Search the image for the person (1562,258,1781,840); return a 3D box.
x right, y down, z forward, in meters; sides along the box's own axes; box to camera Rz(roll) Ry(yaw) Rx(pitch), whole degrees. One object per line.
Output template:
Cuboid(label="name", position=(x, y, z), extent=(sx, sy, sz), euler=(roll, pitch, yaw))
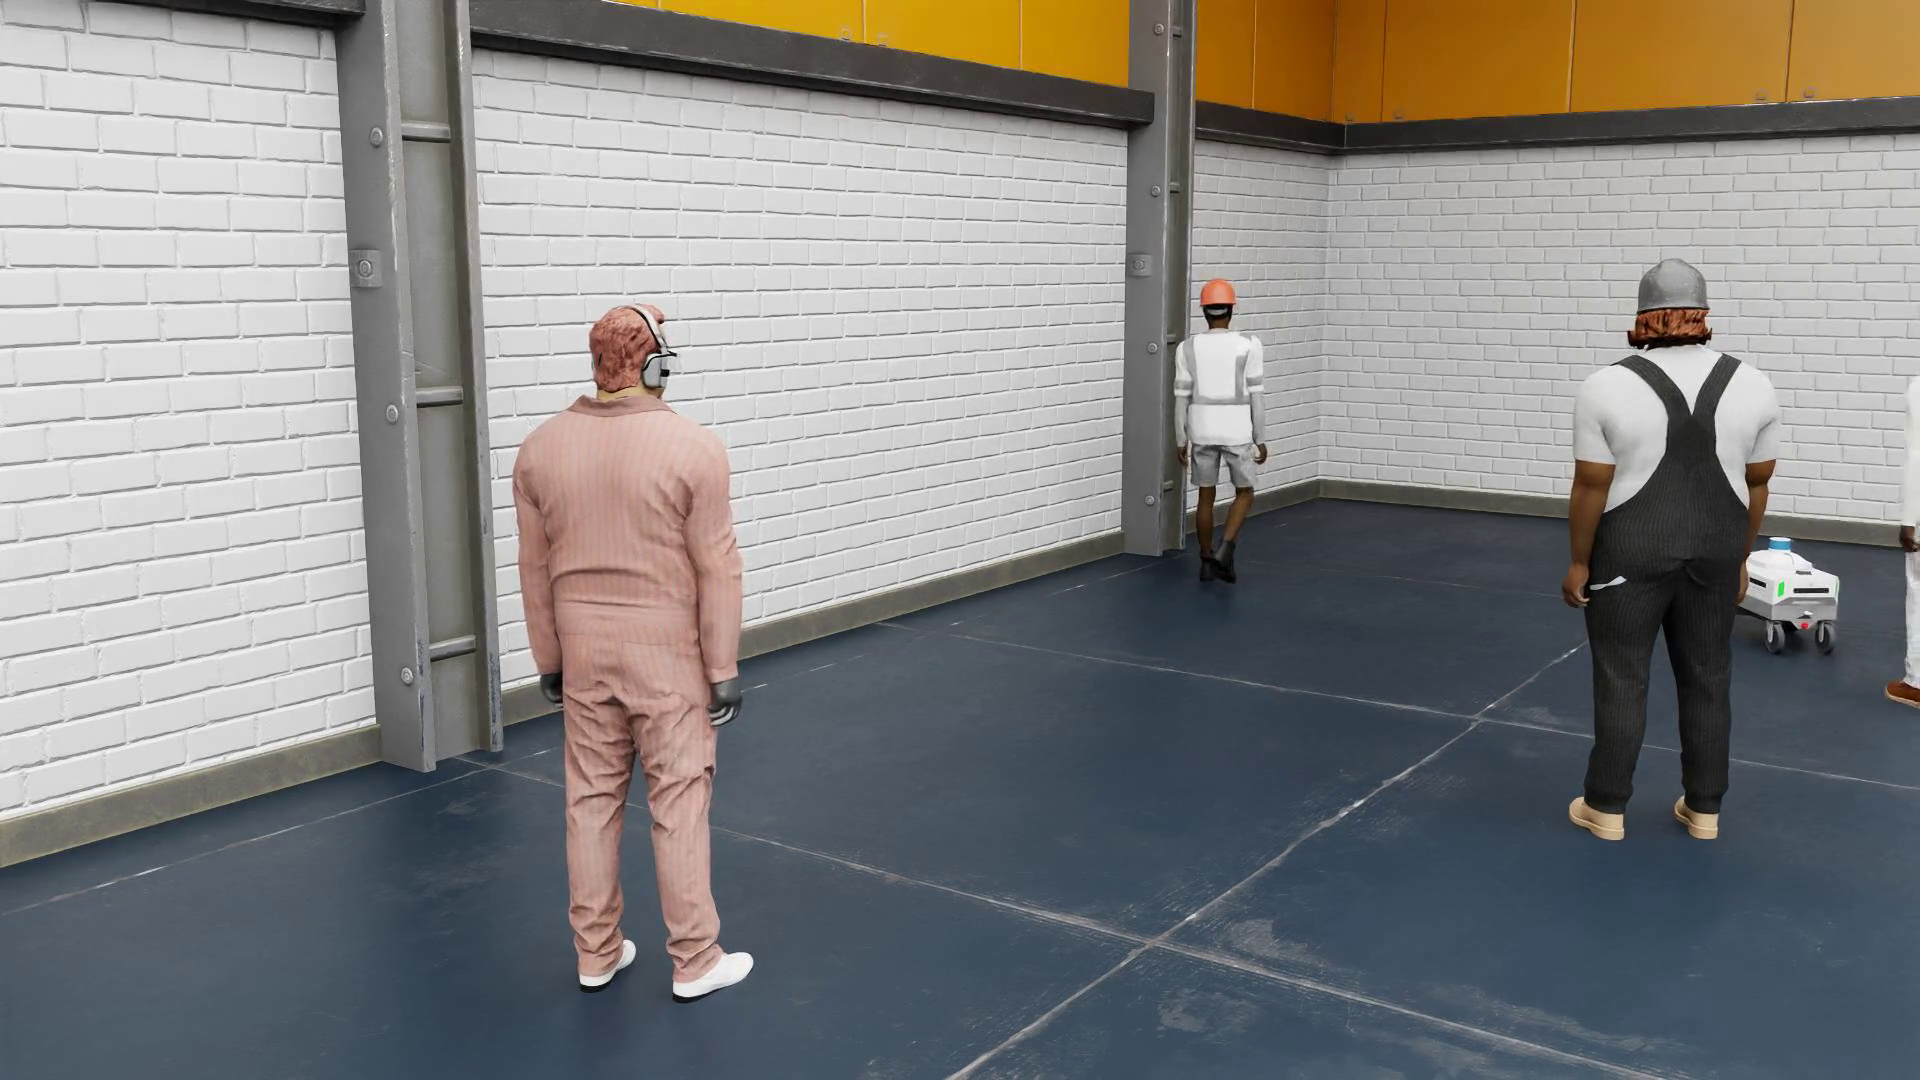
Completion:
Cuboid(label="person", position=(2.438, 0.034, 5.836), extent=(0.676, 2.000, 0.536), euler=(0, 10, 3))

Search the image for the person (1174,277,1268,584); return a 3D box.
Cuboid(label="person", position=(1.613, -0.661, 10.321), extent=(0.590, 1.923, 0.610), euler=(3, 10, 20))

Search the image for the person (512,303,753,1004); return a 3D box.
Cuboid(label="person", position=(-0.876, 0.314, 4.567), extent=(0.643, 1.910, 0.400), euler=(3, 10, 19))

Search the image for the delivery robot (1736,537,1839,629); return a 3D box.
Cuboid(label="delivery robot", position=(4.327, 0.229, 8.810), extent=(0.477, 0.478, 0.707), euler=(0, 10, -1))

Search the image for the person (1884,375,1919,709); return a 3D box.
Cuboid(label="person", position=(4.435, -0.133, 7.348), extent=(0.596, 1.866, 0.573), euler=(-1, 10, -7))
